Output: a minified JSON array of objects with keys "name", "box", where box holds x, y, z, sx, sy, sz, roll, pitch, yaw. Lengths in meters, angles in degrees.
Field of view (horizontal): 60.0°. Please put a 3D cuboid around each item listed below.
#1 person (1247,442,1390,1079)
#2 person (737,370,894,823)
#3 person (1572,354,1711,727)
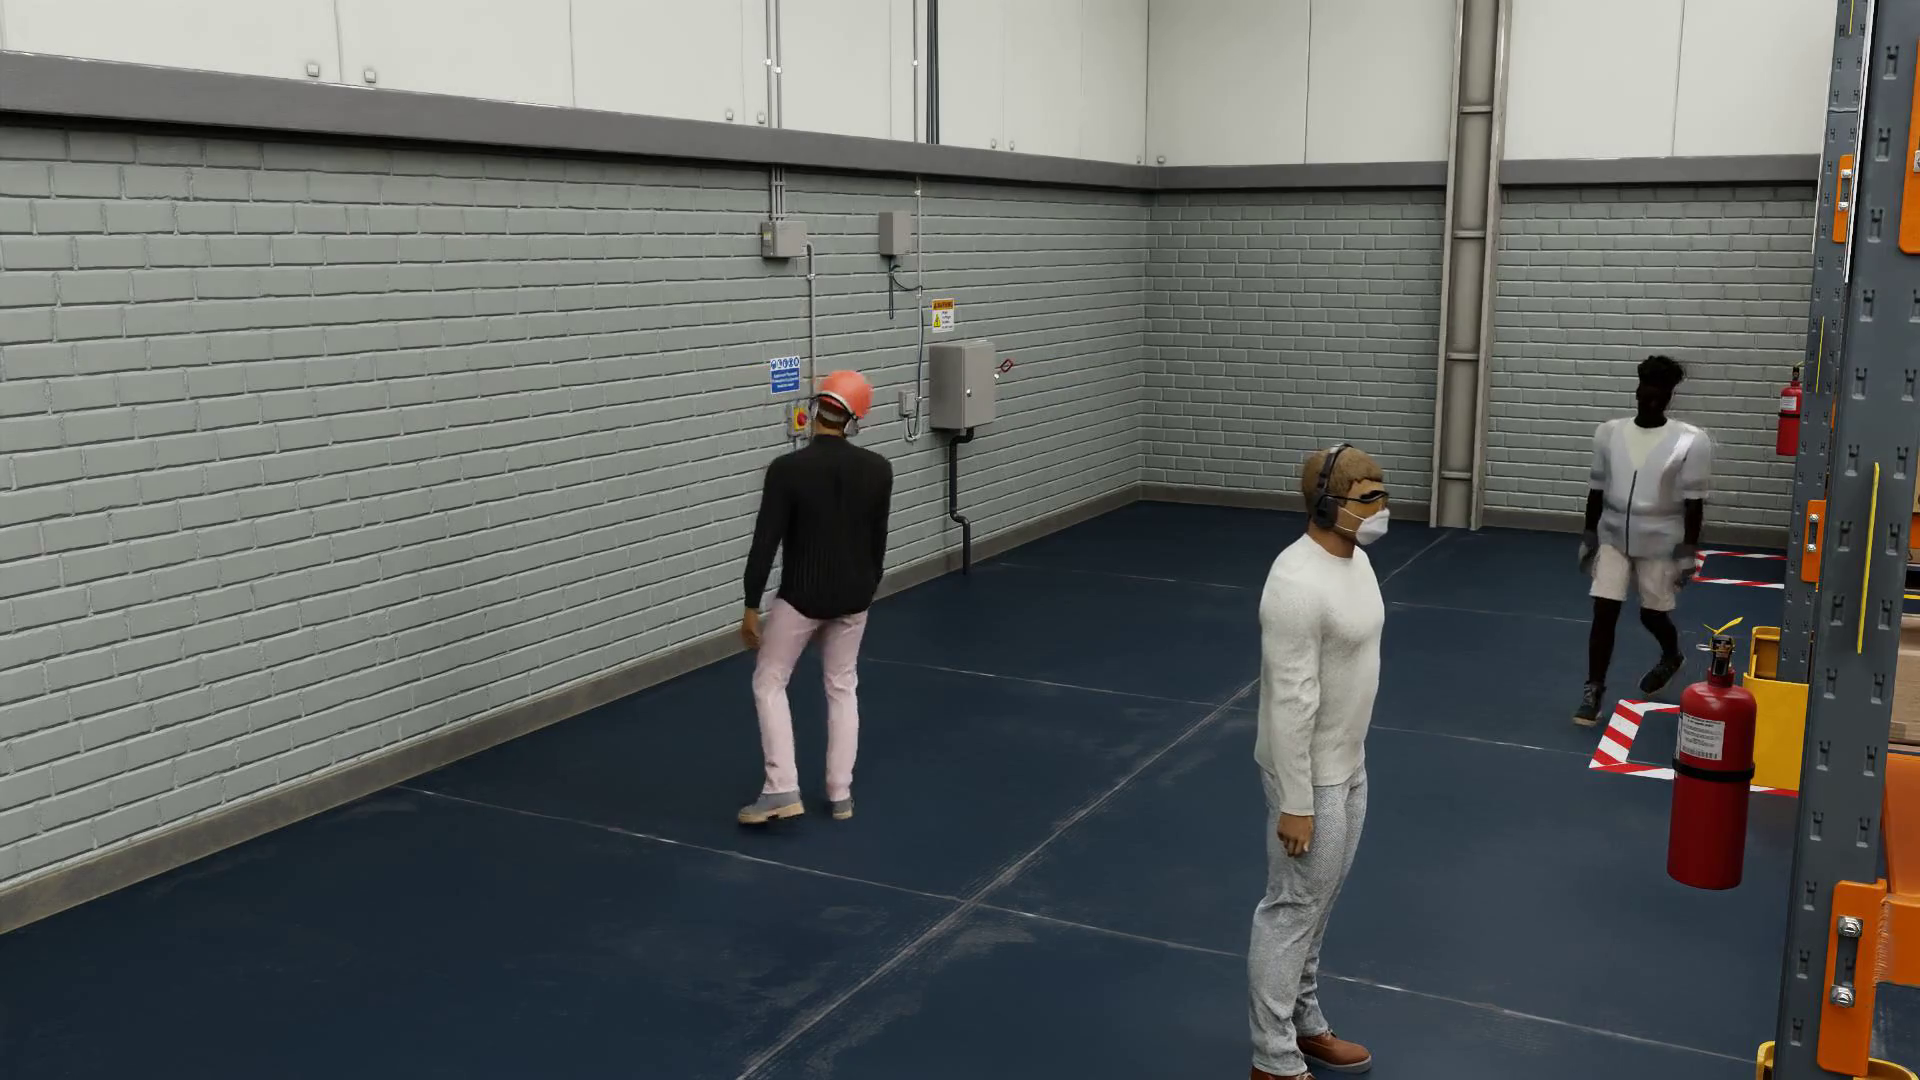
[{"name":"person","box":[1.039,0.678,4.824,0.352,1.937,0.635,5,12,27]},{"name":"person","box":[-0.598,0.264,7.122,0.733,1.959,0.412,-6,12,-30]},{"name":"person","box":[3.564,-0.016,8.654,0.646,1.932,0.826,10,14,43]}]
